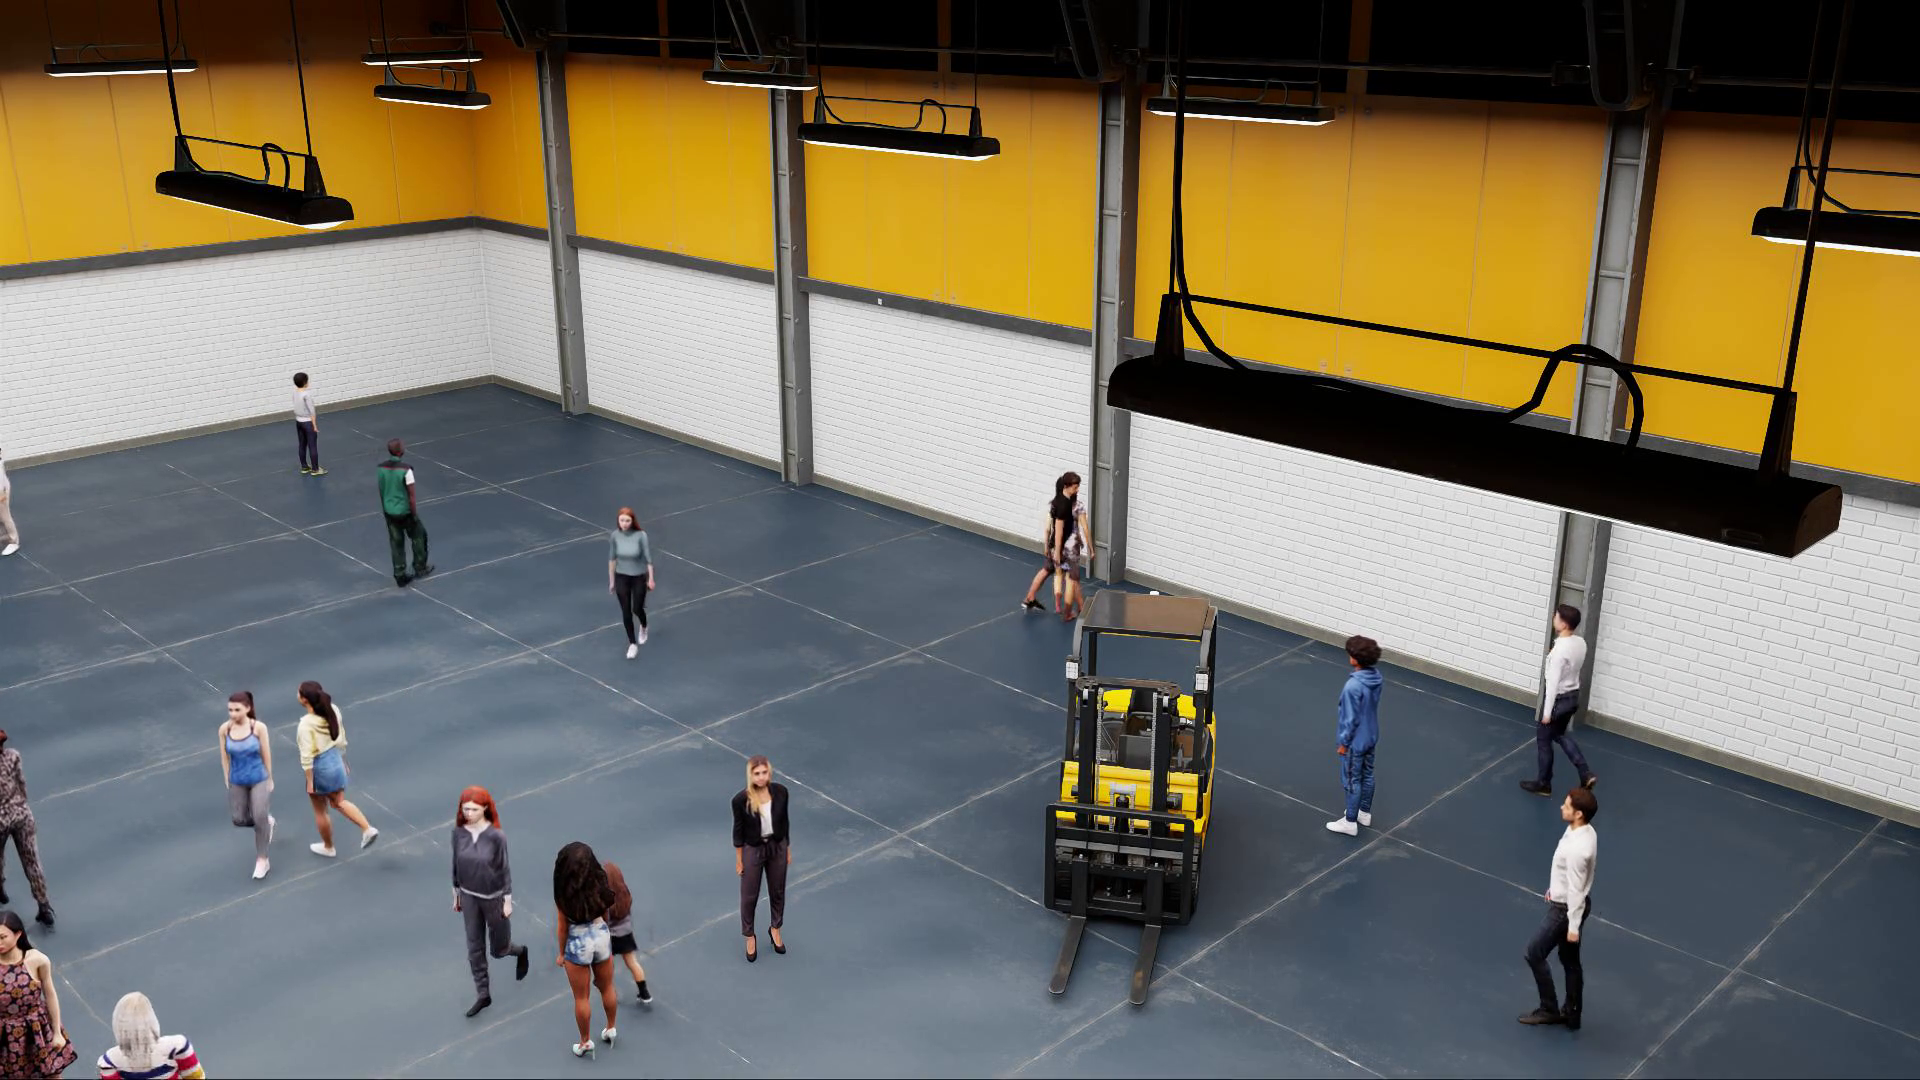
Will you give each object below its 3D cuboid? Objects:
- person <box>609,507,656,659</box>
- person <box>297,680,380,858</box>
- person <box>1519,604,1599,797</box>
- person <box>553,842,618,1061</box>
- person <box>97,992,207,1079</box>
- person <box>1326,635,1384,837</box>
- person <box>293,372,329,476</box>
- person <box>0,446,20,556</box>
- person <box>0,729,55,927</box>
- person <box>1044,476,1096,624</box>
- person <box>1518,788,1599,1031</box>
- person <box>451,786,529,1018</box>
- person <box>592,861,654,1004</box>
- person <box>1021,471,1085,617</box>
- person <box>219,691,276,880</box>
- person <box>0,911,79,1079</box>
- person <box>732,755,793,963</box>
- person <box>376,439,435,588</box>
[{"bbox_3d":[-3.590,0.432,18.235,0.838,1.727,0.894,2,19,5],"label":"person"},{"bbox_3d":[-5.245,1.950,13.905,1.018,1.613,0.861,7,20,19],"label":"person"},{"bbox_3d":[5.466,1.485,14.909,0.679,1.854,0.949,-14,23,-37],"label":"person"},{"bbox_3d":[-2.548,2.797,11.372,0.563,1.627,0.552,-16,24,-39],"label":"person"},{"bbox_3d":[-4.508,3.410,9.354,1.100,1.753,1.245,-3,19,-8],"label":"person"},{"bbox_3d":[3.452,1.679,14.408,0.542,1.806,0.675,17,25,41],"label":"person"},{"bbox_3d":[-9.847,-1.759,25.017,0.488,1.552,0.650,12,22,31],"label":"person"},{"bbox_3d":[-12.462,-0.707,21.458,0.785,1.828,0.902,11,21,29],"label":"person"},{"bbox_3d":[-7.369,2.241,12.961,1.155,1.664,0.609,16,24,39],"label":"person"},{"bbox_3d":[1.184,0.134,19.119,0.713,1.729,0.857,9,21,26],"label":"person"},{"bbox_3d":[4.328,2.604,11.587,0.736,1.854,0.740,11,21,29],"label":"person"},{"bbox_3d":[-3.366,2.536,11.931,0.891,1.764,0.881,6,20,18],"label":"person"},{"bbox_3d":[-2.452,2.867,12.027,0.790,1.074,0.507,17,25,40],"label":"person"},{"bbox_3d":[1.099,0.051,19.250,1.268,1.802,1.133,1,19,2],"label":"person"},{"bbox_3d":[-5.868,1.990,13.814,0.865,1.596,0.928,0,19,-1],"label":"person"},{"bbox_3d":[-5.765,3.088,10.276,0.788,1.774,0.822,-6,19,-16],"label":"person"},{"bbox_3d":[-1.482,2.382,12.535,0.672,1.670,0.657,-8,20,-23],"label":"person"},{"bbox_3d":[-6.880,-0.308,20.289,0.951,1.820,0.981,5,19,13],"label":"person"}]
